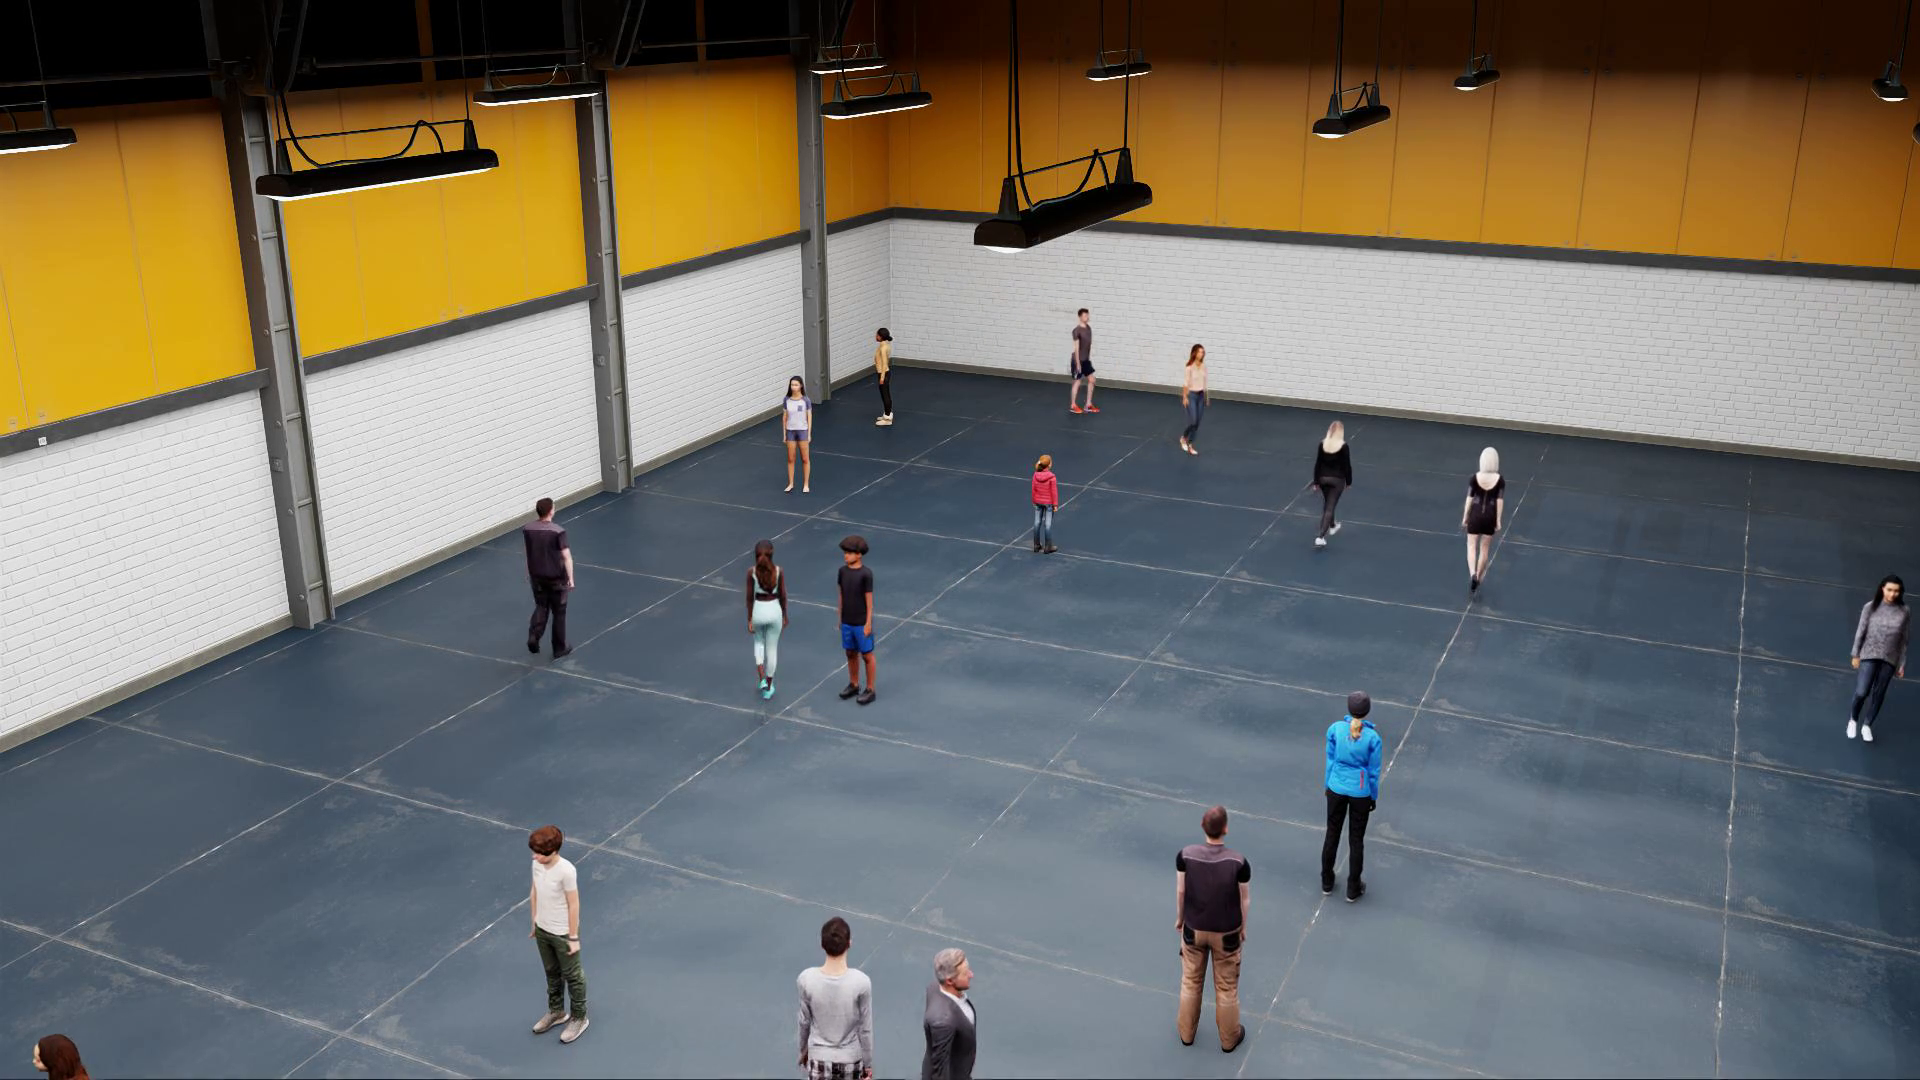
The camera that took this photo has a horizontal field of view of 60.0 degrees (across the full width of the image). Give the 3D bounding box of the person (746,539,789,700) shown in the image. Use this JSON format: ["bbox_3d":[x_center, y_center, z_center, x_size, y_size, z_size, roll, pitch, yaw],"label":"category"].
[{"bbox_3d":[-2.008,0.846,17.257,0.670,1.713,0.705,-1,19,-3],"label":"person"}]

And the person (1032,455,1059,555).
[{"bbox_3d":[1.103,-0.480,21.817,0.529,1.317,0.507,10,21,28],"label":"person"}]

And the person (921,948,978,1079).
[{"bbox_3d":[-0.146,3.244,9.996,1.125,1.803,1.224,-1,19,-3],"label":"person"}]

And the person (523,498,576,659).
[{"bbox_3d":[-4.566,0.447,18.256,0.794,1.833,0.856,6,19,16],"label":"person"}]

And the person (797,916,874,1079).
[{"bbox_3d":[-0.763,3.200,10.108,0.883,1.815,1.185,1,19,4],"label":"person"}]

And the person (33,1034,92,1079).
[{"bbox_3d":[-5.083,3.525,9.702,0.838,1.458,0.777,-8,20,-22],"label":"person"}]

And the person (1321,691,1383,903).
[{"bbox_3d":[3.162,2.066,13.504,0.630,1.796,0.566,11,22,30],"label":"person"}]

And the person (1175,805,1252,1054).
[{"bbox_3d":[1.746,2.692,11.577,0.691,1.841,0.593,7,20,20],"label":"person"}]

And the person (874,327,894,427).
[{"bbox_3d":[-1.279,-2.774,28.092,0.729,1.659,0.588,2,19,5],"label":"person"}]

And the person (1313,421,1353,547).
[{"bbox_3d":[4.877,-0.700,21.969,0.765,1.637,1.207,12,22,32],"label":"person"}]

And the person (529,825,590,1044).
[{"bbox_3d":[-2.833,2.738,11.732,0.600,1.655,0.572,12,22,31],"label":"person"}]

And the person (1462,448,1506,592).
[{"bbox_3d":[6.348,-0.209,20.227,0.686,1.818,0.933,5,19,15],"label":"person"}]

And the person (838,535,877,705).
[{"bbox_3d":[-1.060,0.801,17.264,0.629,1.794,0.616,12,22,32],"label":"person"}]

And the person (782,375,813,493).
[{"bbox_3d":[-2.385,-1.566,24.388,0.643,1.734,0.616,2,19,6],"label":"person"}]

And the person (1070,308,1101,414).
[{"bbox_3d":[2.034,-3.101,28.788,0.846,1.834,0.818,15,24,38],"label":"person"}]

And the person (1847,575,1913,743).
[{"bbox_3d":[9.051,1.135,16.387,0.653,1.721,0.642,5,19,16],"label":"person"}]

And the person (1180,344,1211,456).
[{"bbox_3d":[3.670,-2.241,26.325,0.738,1.776,0.801,-10,21,-27],"label":"person"}]
